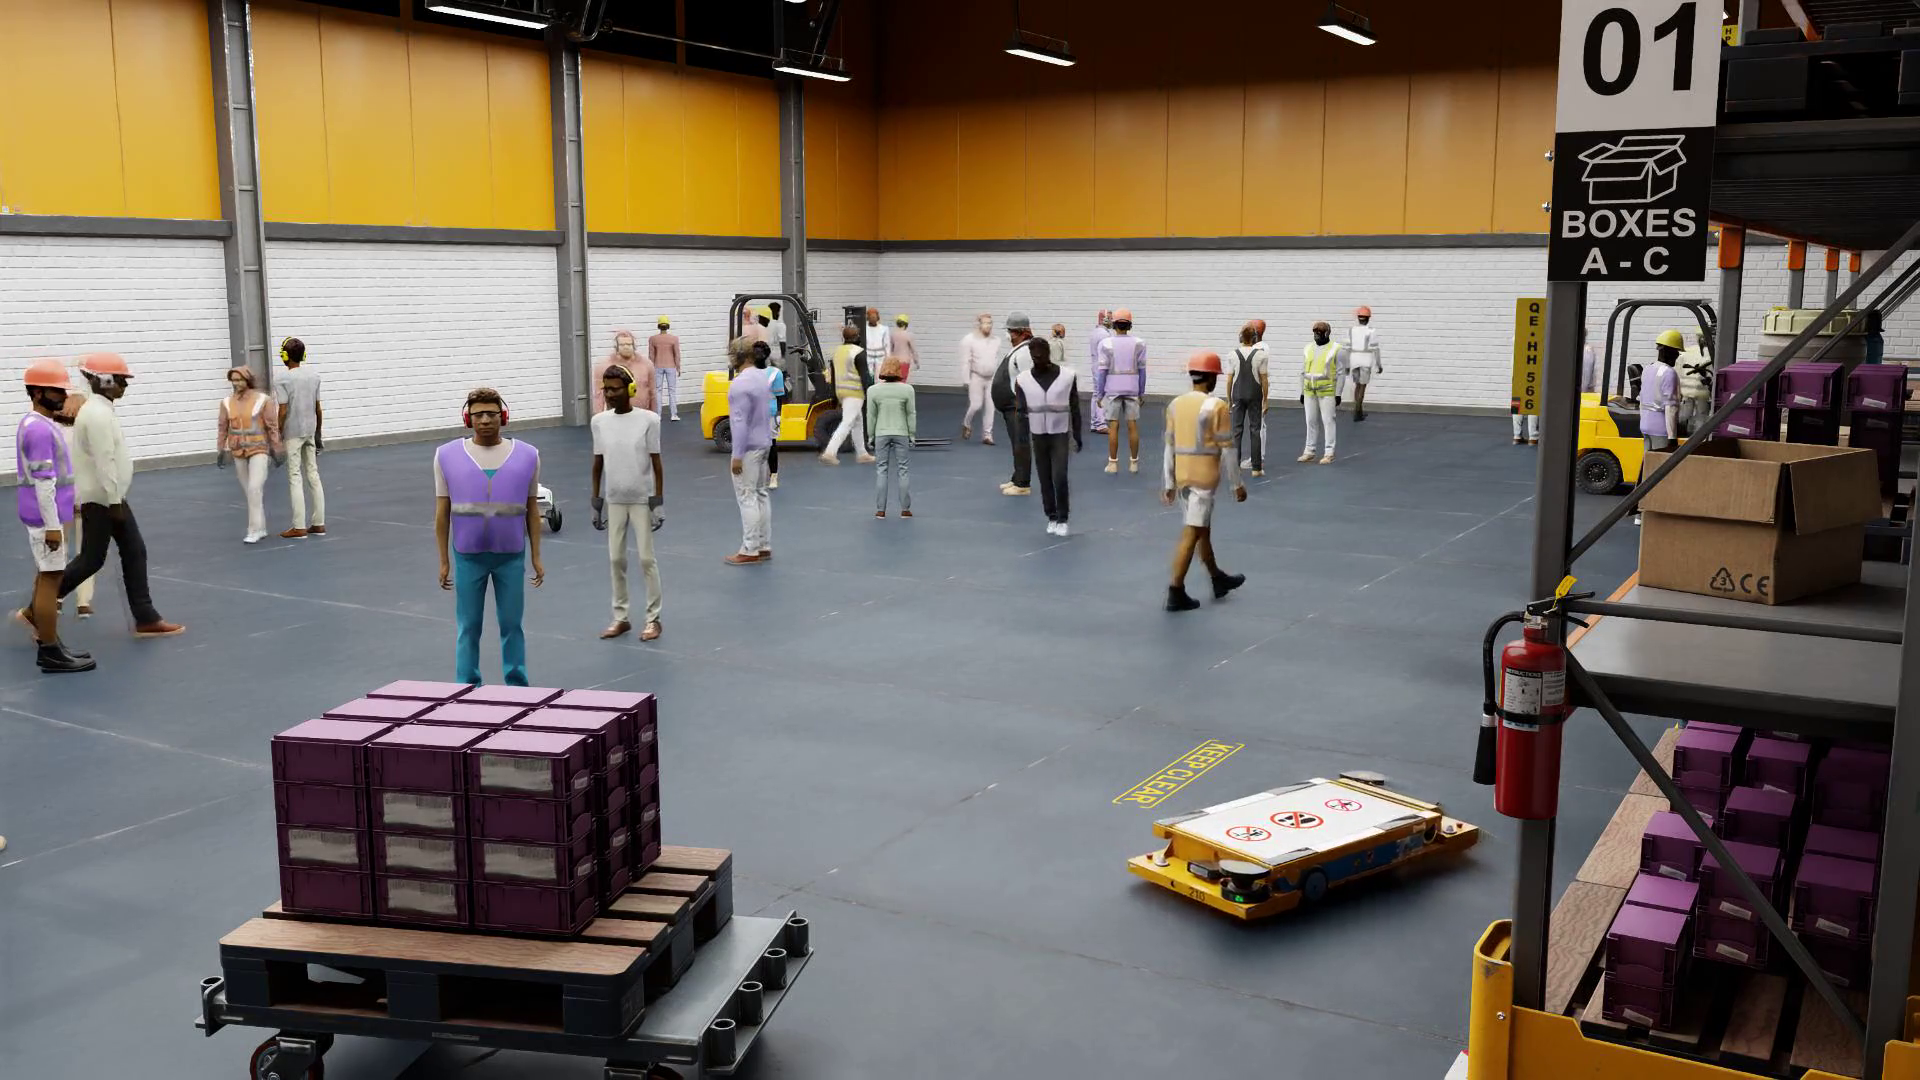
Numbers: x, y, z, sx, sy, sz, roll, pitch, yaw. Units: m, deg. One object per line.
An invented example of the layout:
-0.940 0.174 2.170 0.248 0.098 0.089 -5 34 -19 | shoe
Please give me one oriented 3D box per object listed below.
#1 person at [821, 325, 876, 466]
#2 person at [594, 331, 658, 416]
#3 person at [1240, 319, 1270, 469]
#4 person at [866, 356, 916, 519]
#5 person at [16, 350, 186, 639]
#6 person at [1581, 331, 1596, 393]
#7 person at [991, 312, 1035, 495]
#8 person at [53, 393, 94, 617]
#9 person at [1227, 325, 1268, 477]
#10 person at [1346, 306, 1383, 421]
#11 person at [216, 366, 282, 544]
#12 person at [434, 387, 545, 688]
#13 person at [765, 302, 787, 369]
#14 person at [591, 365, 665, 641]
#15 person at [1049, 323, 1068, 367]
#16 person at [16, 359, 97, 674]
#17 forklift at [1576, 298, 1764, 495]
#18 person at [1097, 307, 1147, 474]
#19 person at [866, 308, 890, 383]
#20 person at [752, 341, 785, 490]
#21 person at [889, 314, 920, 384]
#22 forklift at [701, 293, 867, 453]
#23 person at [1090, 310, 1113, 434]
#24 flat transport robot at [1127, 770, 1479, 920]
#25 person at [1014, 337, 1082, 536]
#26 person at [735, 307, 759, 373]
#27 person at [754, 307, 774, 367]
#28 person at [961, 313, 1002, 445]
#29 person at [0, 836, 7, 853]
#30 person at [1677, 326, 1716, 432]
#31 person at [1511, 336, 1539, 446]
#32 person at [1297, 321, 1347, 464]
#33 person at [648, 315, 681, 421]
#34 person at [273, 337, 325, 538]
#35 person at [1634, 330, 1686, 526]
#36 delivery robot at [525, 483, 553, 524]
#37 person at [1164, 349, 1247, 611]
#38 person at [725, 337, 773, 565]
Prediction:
-1.450 -1.855 21.329 0.920 1.811 0.612 -7 11 -37 | person
-3.532 -1.282 17.612 0.670 1.850 1.014 -3 9 -15 | person
3.725 -1.838 20.982 0.355 1.884 0.576 3 10 21 | person
-0.686 -1.024 16.678 0.497 1.633 0.284 0 9 -1 | person
-5.768 -0.278 11.031 0.942 1.958 0.631 -4 10 -21 | person
7.916 -1.859 21.371 0.465 1.803 0.679 -1 9 -5 | person
0.609 -1.521 18.513 0.537 2.000 0.703 -1 9 -4 | person
-6.332 -0.246 11.911 0.518 1.598 0.455 -5 10 -27 | person
3.469 -1.673 20.082 0.504 1.843 0.345 3 10 19 | person
6.799 -2.949 27.840 0.556 1.913 0.774 8 12 43 | person
-6.490 -0.756 15.062 0.552 1.610 0.715 1 9 8 | person
-2.559 0.091 9.070 0.563 1.843 0.389 -4 10 -21 | person
-3.362 -3.331 30.105 0.640 1.963 0.497 6 11 32 | person
-2.221 -0.246 11.144 0.516 1.860 0.346 2 9 13 | person
1.609 -2.715 27.202 0.308 1.645 0.514 2 9 12 | person
-5.608 -0.150 10.286 0.376 1.934 0.547 -5 10 -30 | person
7.954 -1.589 18.462 2.313 2.155 1.214 5 11 30 | forklift
1.974 -1.819 20.366 0.605 2.045 0.387 -1 9 -5 | person
-1.493 -3.100 28.915 0.610 1.864 0.425 -2 9 -15 | person
-2.262 -1.415 18.918 0.535 1.699 0.318 1 9 8 | person
-0.994 -3.162 29.758 0.531 1.723 0.906 6 11 34 | person
-2.458 -2.344 23.176 2.313 2.155 1.214 0 9 -2 | forklift
2.216 -2.577 25.530 0.403 1.904 0.651 -2 9 -10 | person
1.435 1.228 6.866 1.431 0.197 0.652 -7 11 -37 | flat transport robot
0.822 -0.968 15.588 0.626 1.865 0.637 1 9 8 | person
-3.550 -2.875 27.380 0.410 1.909 0.643 2 9 10 | person
-3.515 -3.156 29.255 0.868 1.864 0.680 -5 11 -31 | person
0.310 -2.311 23.897 0.663 1.890 0.542 -4 10 -26 | person
-4.270 0.520 6.848 0.534 1.697 0.318 -2 9 -11 | person
9.699 -1.943 21.952 0.734 1.785 0.618 -8 12 -42 | person
8.157 -2.310 23.755 0.370 1.939 0.631 -6 11 -32 | person
4.659 -1.900 21.501 0.634 1.841 0.429 9 13 44 | person
-4.913 -2.857 27.697 0.533 1.770 0.304 0 9 1 | person
-6.159 -0.948 15.468 0.317 1.870 0.531 5 10 28 | person
6.733 -1.053 15.971 0.374 1.920 0.585 -1 9 -4 | person
-4.154 -0.409 15.904 0.477 0.478 0.707 -5 11 -30 | delivery robot
1.853 -0.448 12.255 0.927 1.897 0.556 -6 11 -32 | person
-1.792 -0.750 14.089 0.398 1.927 0.630 2 9 11 | person
